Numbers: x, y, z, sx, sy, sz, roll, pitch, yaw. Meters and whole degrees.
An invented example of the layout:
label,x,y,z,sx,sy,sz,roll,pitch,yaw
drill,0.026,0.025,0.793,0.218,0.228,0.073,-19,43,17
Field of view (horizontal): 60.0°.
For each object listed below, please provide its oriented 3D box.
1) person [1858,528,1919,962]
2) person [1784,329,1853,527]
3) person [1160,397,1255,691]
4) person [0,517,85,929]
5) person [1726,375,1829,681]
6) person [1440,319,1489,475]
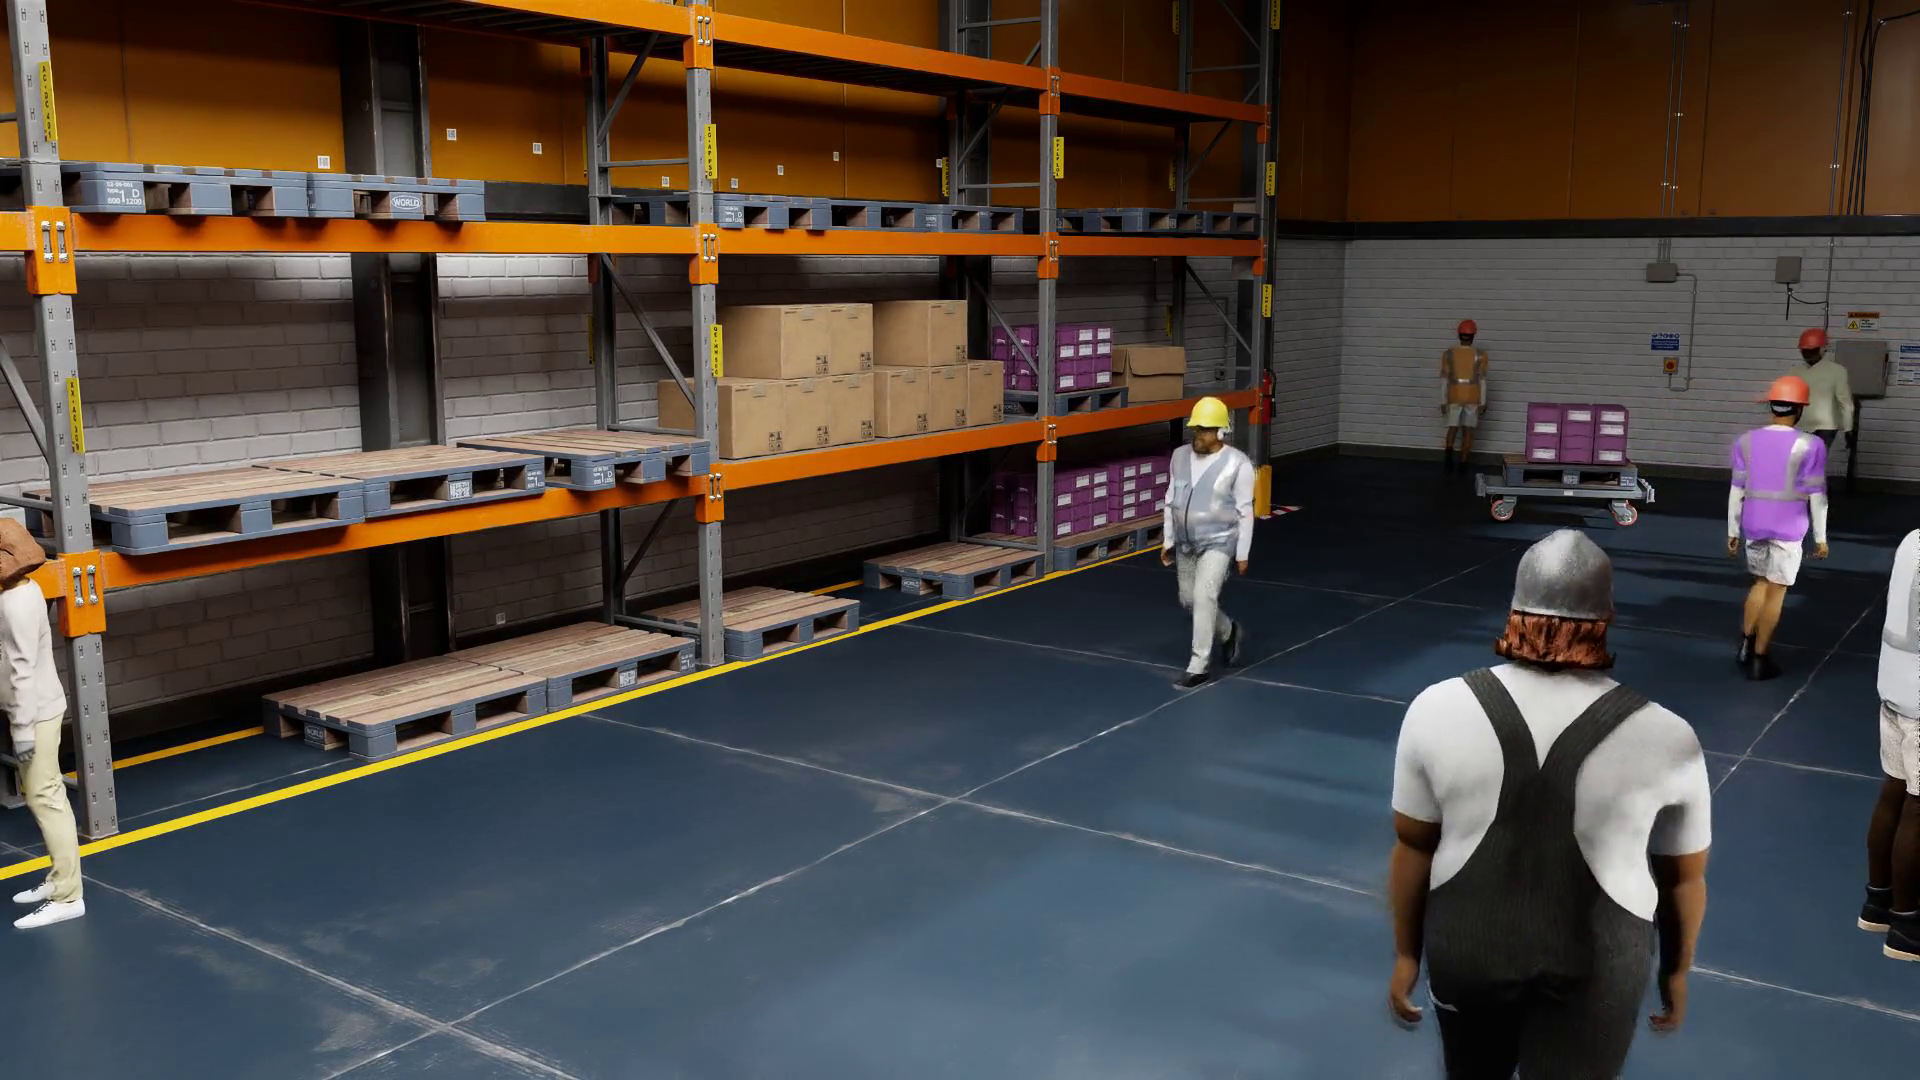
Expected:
label,x,y,z,sx,sy,sz,roll,pitch,yaw
person,3.672,0.602,6.279,0.368,1.963,0.609,2,10,14
person,8.385,-1.094,16.389,0.708,1.961,0.697,-7,12,-37
person,1.569,-0.003,10.362,0.593,1.807,0.757,9,13,44
person,-3.717,0.715,6.627,0.284,1.626,0.504,-5,11,-30
person,5.139,-0.070,10.443,0.513,1.916,0.551,-7,12,-35
person,6.132,-1.724,20.259,0.553,1.922,0.518,4,11,25
